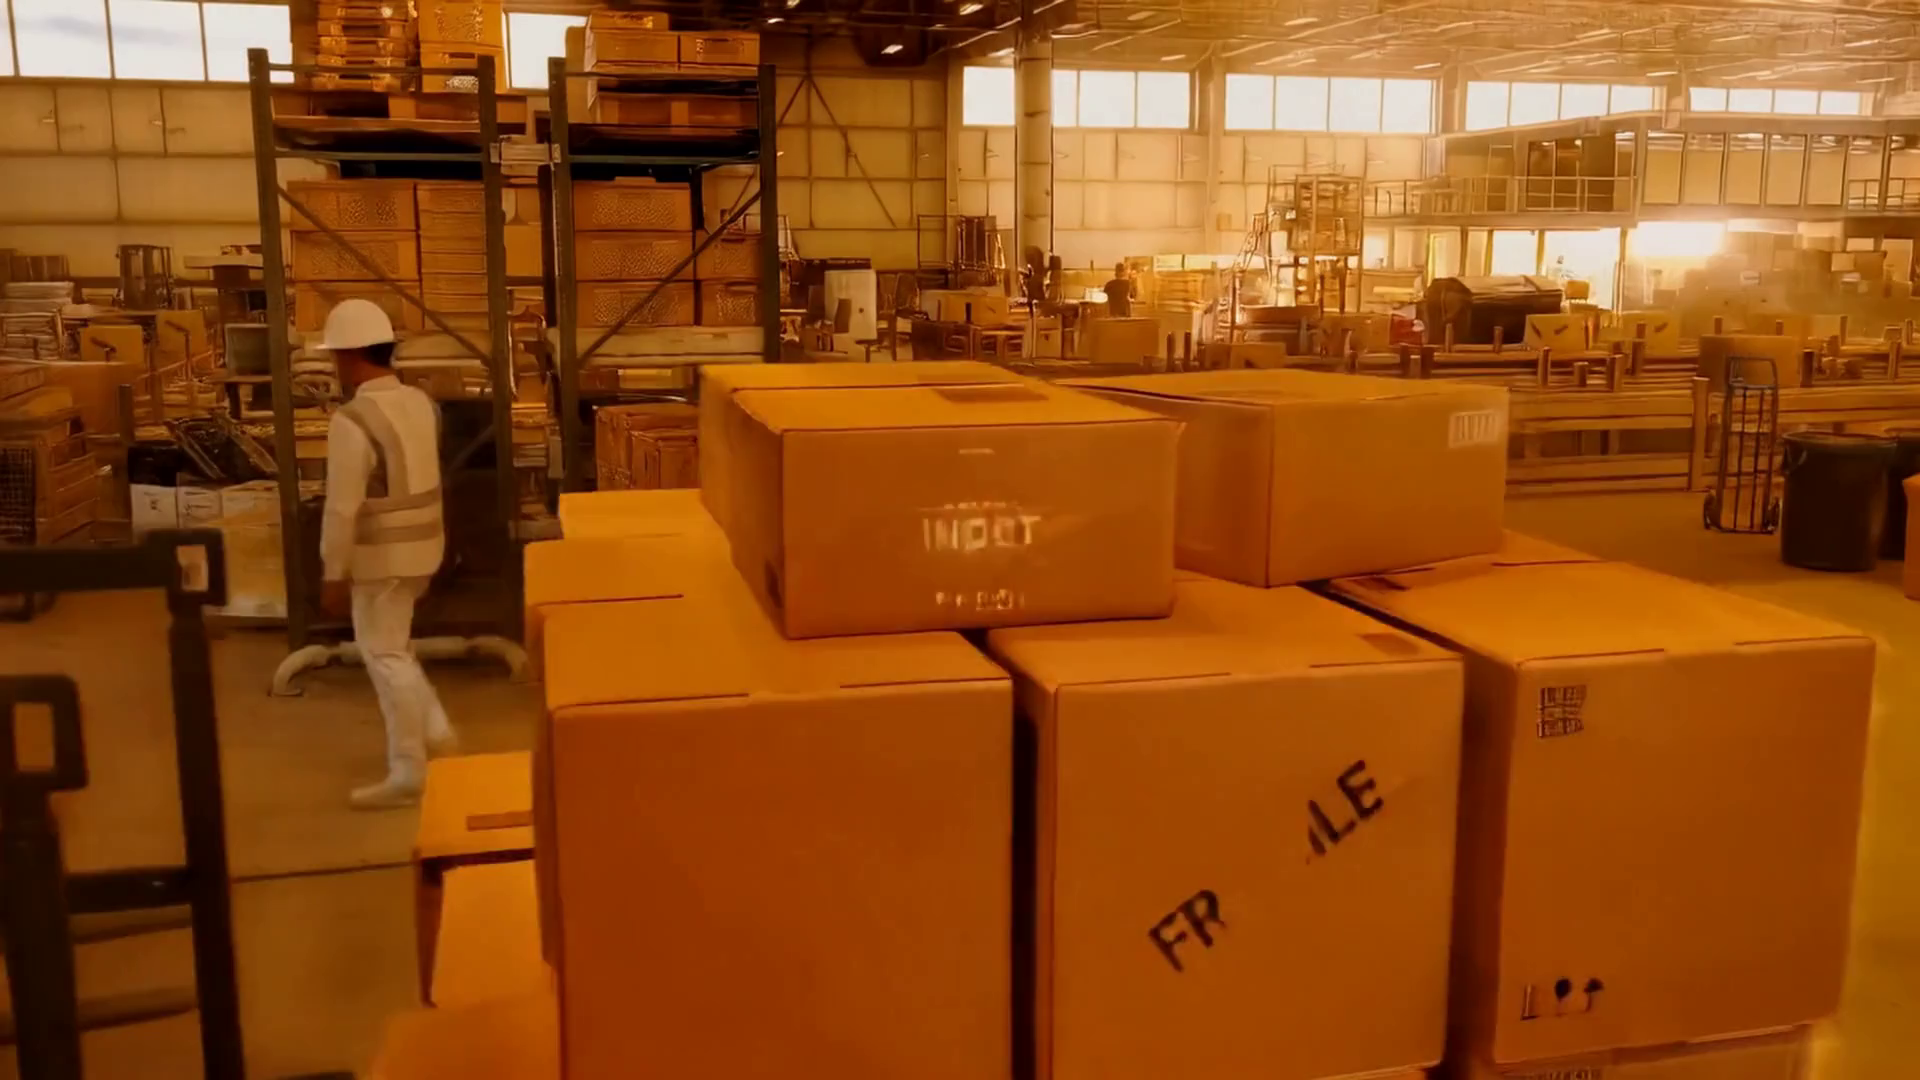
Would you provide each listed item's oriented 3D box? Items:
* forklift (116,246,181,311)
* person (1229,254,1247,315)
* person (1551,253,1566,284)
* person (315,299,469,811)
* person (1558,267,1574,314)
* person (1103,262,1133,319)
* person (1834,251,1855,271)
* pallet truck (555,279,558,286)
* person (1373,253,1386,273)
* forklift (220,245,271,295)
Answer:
[{"bbox_3d":[-19.966,-6.232,40.894,1.157,1.987,2.680,-3,10,-15],"label":"forklift"},{"bbox_3d":[8.313,-7.579,49.695,0.574,1.883,0.355,-3,10,-15],"label":"person"},{"bbox_3d":[18.302,-7.833,51.049,0.555,1.916,0.777,-6,12,-30],"label":"person"},{"bbox_3d":[-2.158,0.070,6.235,0.438,1.928,0.630,2,10,11],"label":"person"},{"bbox_3d":[10.776,-4.001,29.767,0.424,1.750,0.539,7,12,33],"label":"person"},{"bbox_3d":[2.777,-3.942,29.195,0.542,1.846,0.623,0,10,2],"label":"person"},{"bbox_3d":[22.910,-6.493,43.245,0.717,1.986,0.936,-7,12,-36],"label":"person"},{"bbox_3d":[-10.604,-6.375,44.520,0.653,1.274,1.630,-3,10,-15],"label":"pallet truck"},{"bbox_3d":[14.812,-9.232,58.980,0.609,1.905,0.577,-9,13,-42],"label":"person"},{"bbox_3d":[-17.749,-6.334,41.440,1.157,1.987,2.680,-3,10,-17],"label":"forklift"}]
